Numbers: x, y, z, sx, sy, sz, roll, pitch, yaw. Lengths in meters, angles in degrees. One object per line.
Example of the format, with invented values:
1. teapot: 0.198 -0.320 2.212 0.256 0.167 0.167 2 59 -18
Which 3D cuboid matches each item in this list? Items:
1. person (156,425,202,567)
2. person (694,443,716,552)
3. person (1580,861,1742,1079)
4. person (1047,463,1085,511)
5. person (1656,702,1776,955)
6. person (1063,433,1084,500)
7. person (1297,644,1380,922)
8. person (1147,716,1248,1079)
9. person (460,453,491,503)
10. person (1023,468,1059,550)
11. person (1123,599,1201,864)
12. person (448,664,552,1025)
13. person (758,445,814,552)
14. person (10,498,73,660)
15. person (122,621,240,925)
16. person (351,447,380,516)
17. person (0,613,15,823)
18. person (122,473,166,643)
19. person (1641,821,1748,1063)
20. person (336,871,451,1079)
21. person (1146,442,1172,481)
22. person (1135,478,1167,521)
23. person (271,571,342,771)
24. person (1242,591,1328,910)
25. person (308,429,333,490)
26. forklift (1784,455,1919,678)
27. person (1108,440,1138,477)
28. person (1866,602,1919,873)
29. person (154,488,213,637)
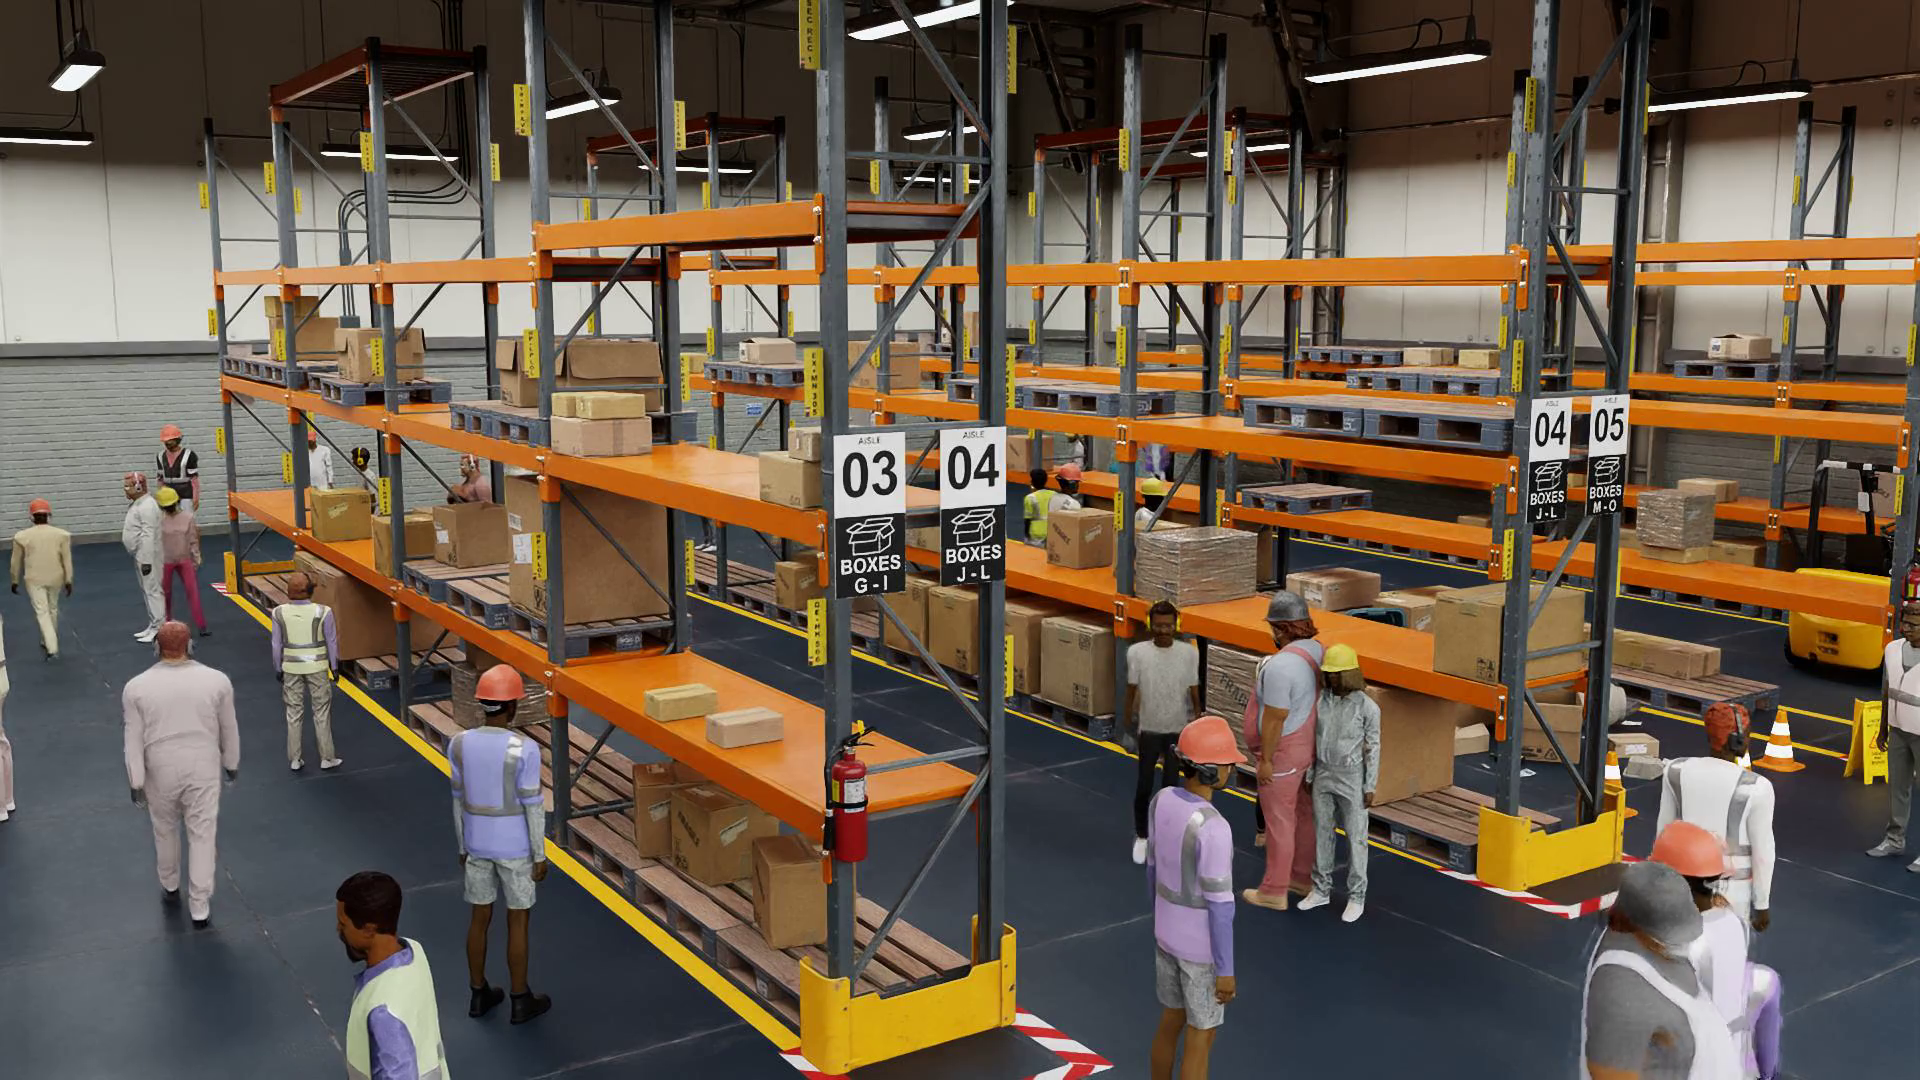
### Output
1. person: -11.072 -0.616 23.526 0.613 2.029 0.409 1 9 8
2. person: -3.840 -0.644 25.025 0.277 1.627 0.502 -6 10 -33
3. person: 2.463 2.015 5.946 0.915 2.000 0.677 2 9 16
4. person: 1.181 0.172 18.262 0.411 2.036 0.606 -4 9 -23
5. person: 3.771 1.737 8.318 0.362 1.883 0.575 -6 11 -36
6. person: 1.869 -1.027 26.991 0.405 1.800 0.621 0 9 -1
7. person: 2.359 1.500 10.358 0.492 1.742 0.324 8 11 42
8. person: 1.075 1.786 7.461 0.392 2.041 0.615 -3 9 -21
9. person: -6.040 -0.127 20.655 0.399 1.907 0.644 -5 10 -31
10. person: 1.040 -0.067 20.960 0.551 1.692 0.322 -4 10 -27
11. person: 1.381 1.311 11.263 0.529 1.852 0.429 0 9 1
12. person: -2.450 1.624 8.935 0.546 1.928 0.384 3 9 17
13. person: -2.578 -0.654 24.804 0.860 1.704 0.559 -3 9 -17
14. person: -9.774 0.409 17.733 0.889 1.714 0.557 7 11 40
15. person: -4.902 1.423 10.497 0.665 1.850 0.998 -5 10 -29
16. person: -7.817 -0.292 21.899 0.335 1.865 0.520 -5 10 -29
17. person: -7.197 1.131 12.201 0.369 1.928 0.586 -2 9 -15
18. person: -9.128 0.191 18.588 0.399 1.900 0.635 -6 10 -35
19. person: 2.773 2.015 6.329 0.557 1.921 0.455 -7 11 -38
20. person: -1.973 2.087 5.879 0.375 1.916 0.592 -2 9 -15
21. person: 3.352 -1.180 28.056 0.456 1.807 0.774 1 9 9
22. person: 2.014 0.294 17.783 0.388 1.927 0.589 0 9 0
23. person: -5.327 1.073 13.558 0.523 1.636 0.311 0 9 -3
24. person: 2.080 1.311 10.629 0.535 2.000 0.687 7 11 40
25. person: -10.329 -0.936 26.599 0.573 1.739 0.350 -3 9 -21
26. forklift: 9.643 0.253 17.172 2.313 2.155 1.214 -6 10 -33
27. person: 2.412 -0.622 24.518 0.577 1.731 0.682 -6 11 -36
28. person: 6.494 1.318 11.279 0.393 1.836 0.561 -3 9 -16
29. person: -8.791 0.266 18.683 0.535 1.709 0.872 -8 12 -42
